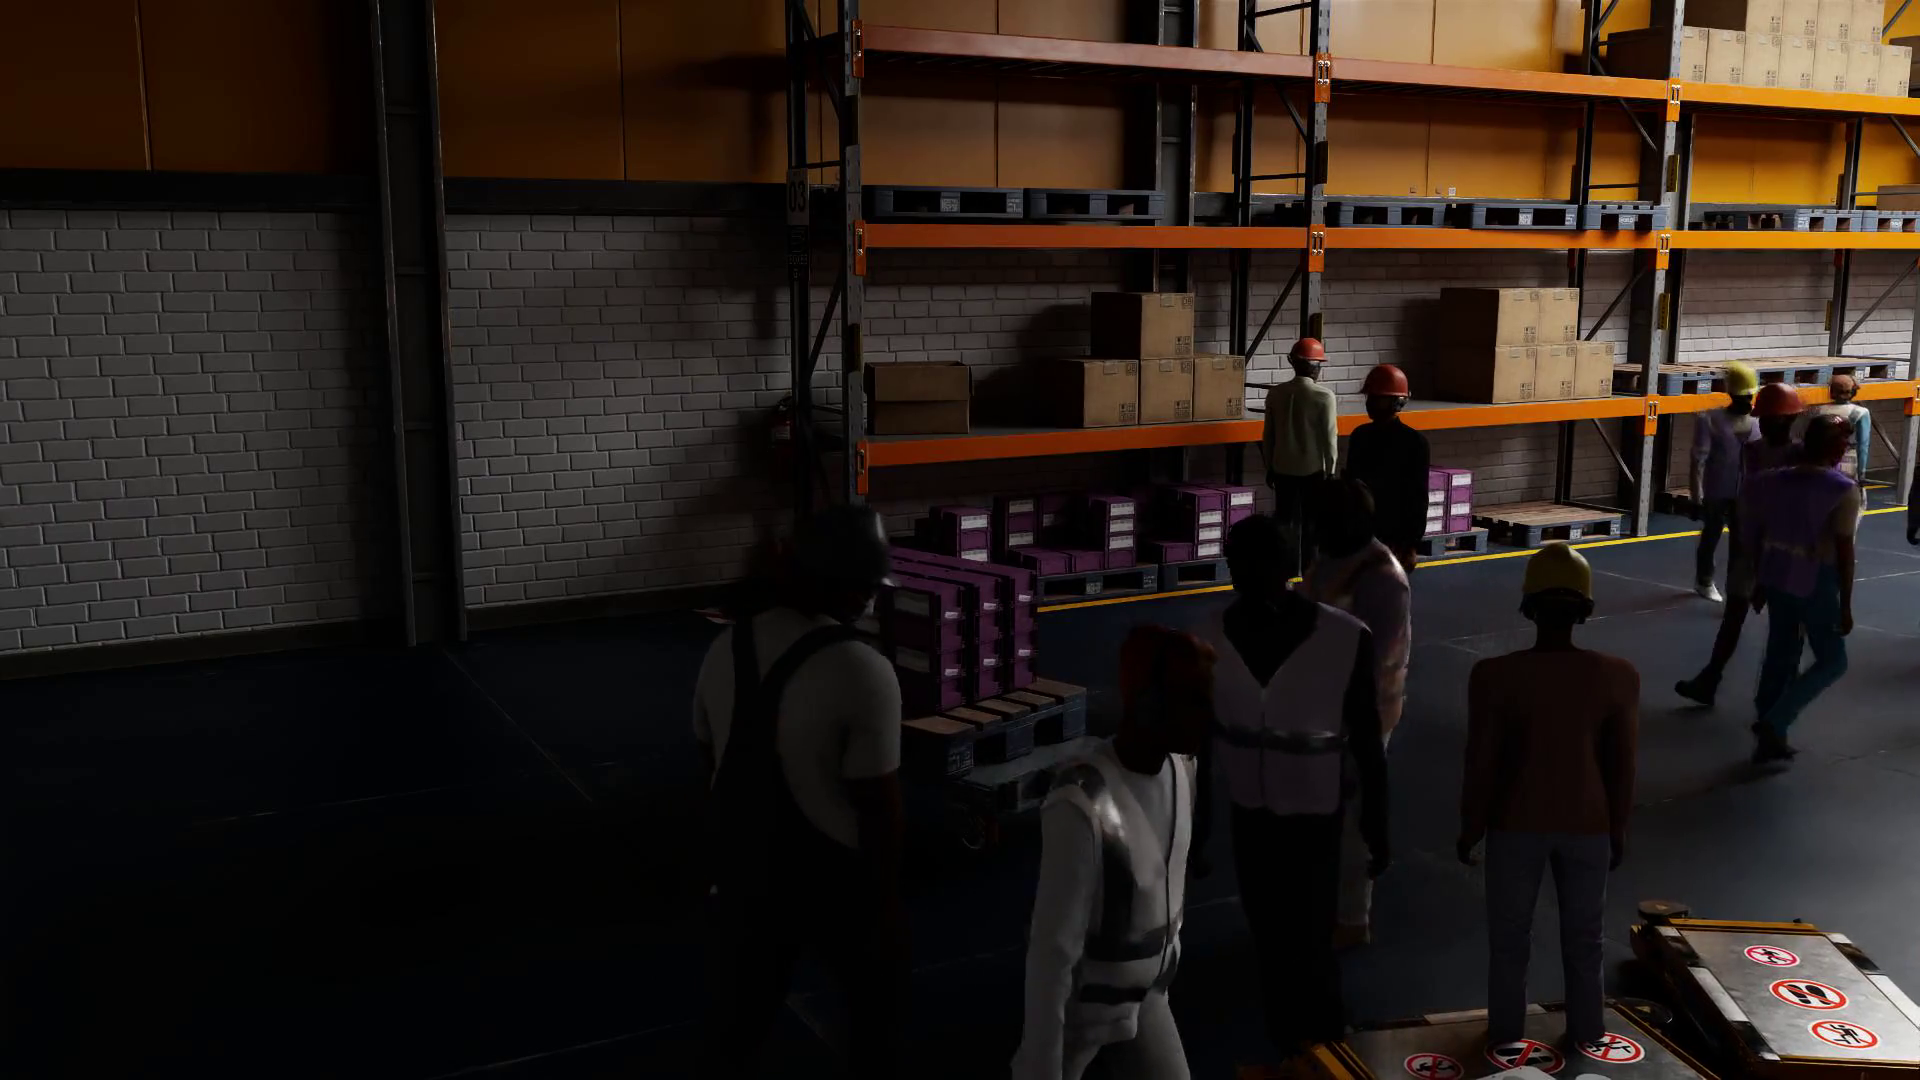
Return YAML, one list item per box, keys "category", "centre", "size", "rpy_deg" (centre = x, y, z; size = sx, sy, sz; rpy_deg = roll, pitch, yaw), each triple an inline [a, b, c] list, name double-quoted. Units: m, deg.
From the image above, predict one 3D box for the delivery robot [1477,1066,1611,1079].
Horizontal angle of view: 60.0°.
- category: "delivery robot"
  centre: [1.602, 1.602, 4.224]
  size: [0.477, 0.478, 0.707]
  rpy_deg: [-5, 11, -27]

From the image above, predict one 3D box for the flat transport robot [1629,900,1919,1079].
- category: "flat transport robot"
  centre: [2.774, 1.564, 5.532]
  size: [0.652, 0.197, 1.431]
  rpy_deg: [1, 10, 6]

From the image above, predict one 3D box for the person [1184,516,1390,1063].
- category: "person"
  centre: [0.968, 0.843, 5.037]
  size: [0.631, 1.878, 0.481]
  rpy_deg: [6, 11, 29]

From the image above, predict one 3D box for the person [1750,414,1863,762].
- category: "person"
  centre: [4.316, 0.270, 8.521]
  size: [0.430, 1.822, 0.671]
  rpy_deg: [-4, 10, -20]

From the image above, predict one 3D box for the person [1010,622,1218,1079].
- category: "person"
  centre: [0.373, 1.081, 3.828]
  size: [0.964, 1.822, 0.653]
  rpy_deg: [7, 12, 36]

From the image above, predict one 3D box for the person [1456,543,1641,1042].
- category: "person"
  centre: [1.801, 0.886, 5.133]
  size: [0.523, 1.769, 0.315]
  rpy_deg: [1, 10, 4]

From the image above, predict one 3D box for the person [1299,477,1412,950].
- category: "person"
  centre: [1.432, 0.663, 6.283]
  size: [0.448, 1.819, 0.623]
  rpy_deg: [-2, 10, -12]

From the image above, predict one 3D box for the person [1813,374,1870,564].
- category: "person"
  centre: [7.392, -0.581, 13.965]
  size: [0.488, 1.618, 0.555]
  rpy_deg: [-6, 11, -30]

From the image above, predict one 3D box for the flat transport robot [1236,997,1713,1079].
- category: "flat transport robot"
  centre: [1.624, 1.654, 5.009]
  size: [1.431, 0.197, 0.652]
  rpy_deg: [-2, 10, -12]

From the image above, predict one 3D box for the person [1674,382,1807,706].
- category: "person"
  centre: [4.571, 0.056, 9.533]
  size: [0.946, 1.893, 0.567]
  rpy_deg: [-5, 11, -27]

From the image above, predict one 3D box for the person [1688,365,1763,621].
- category: "person"
  centre: [5.647, -0.381, 12.242]
  size: [0.595, 1.841, 1.066]
  rpy_deg: [2, 10, 11]

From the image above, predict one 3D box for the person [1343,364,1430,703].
- category: "person"
  centre: [2.445, -0.025, 9.710]
  size: [0.372, 1.997, 0.611]
  rpy_deg: [-6, 12, -32]

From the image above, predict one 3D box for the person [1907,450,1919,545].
- category: "person"
  centre: [6.474, -0.117, 10.768]
  size: [0.644, 1.806, 0.824]
  rpy_deg: [3, 10, 18]

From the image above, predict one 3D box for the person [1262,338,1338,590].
- category: "person"
  centre: [2.611, -0.546, 12.727]
  size: [0.614, 1.990, 0.392]
  rpy_deg: [9, 13, 42]
